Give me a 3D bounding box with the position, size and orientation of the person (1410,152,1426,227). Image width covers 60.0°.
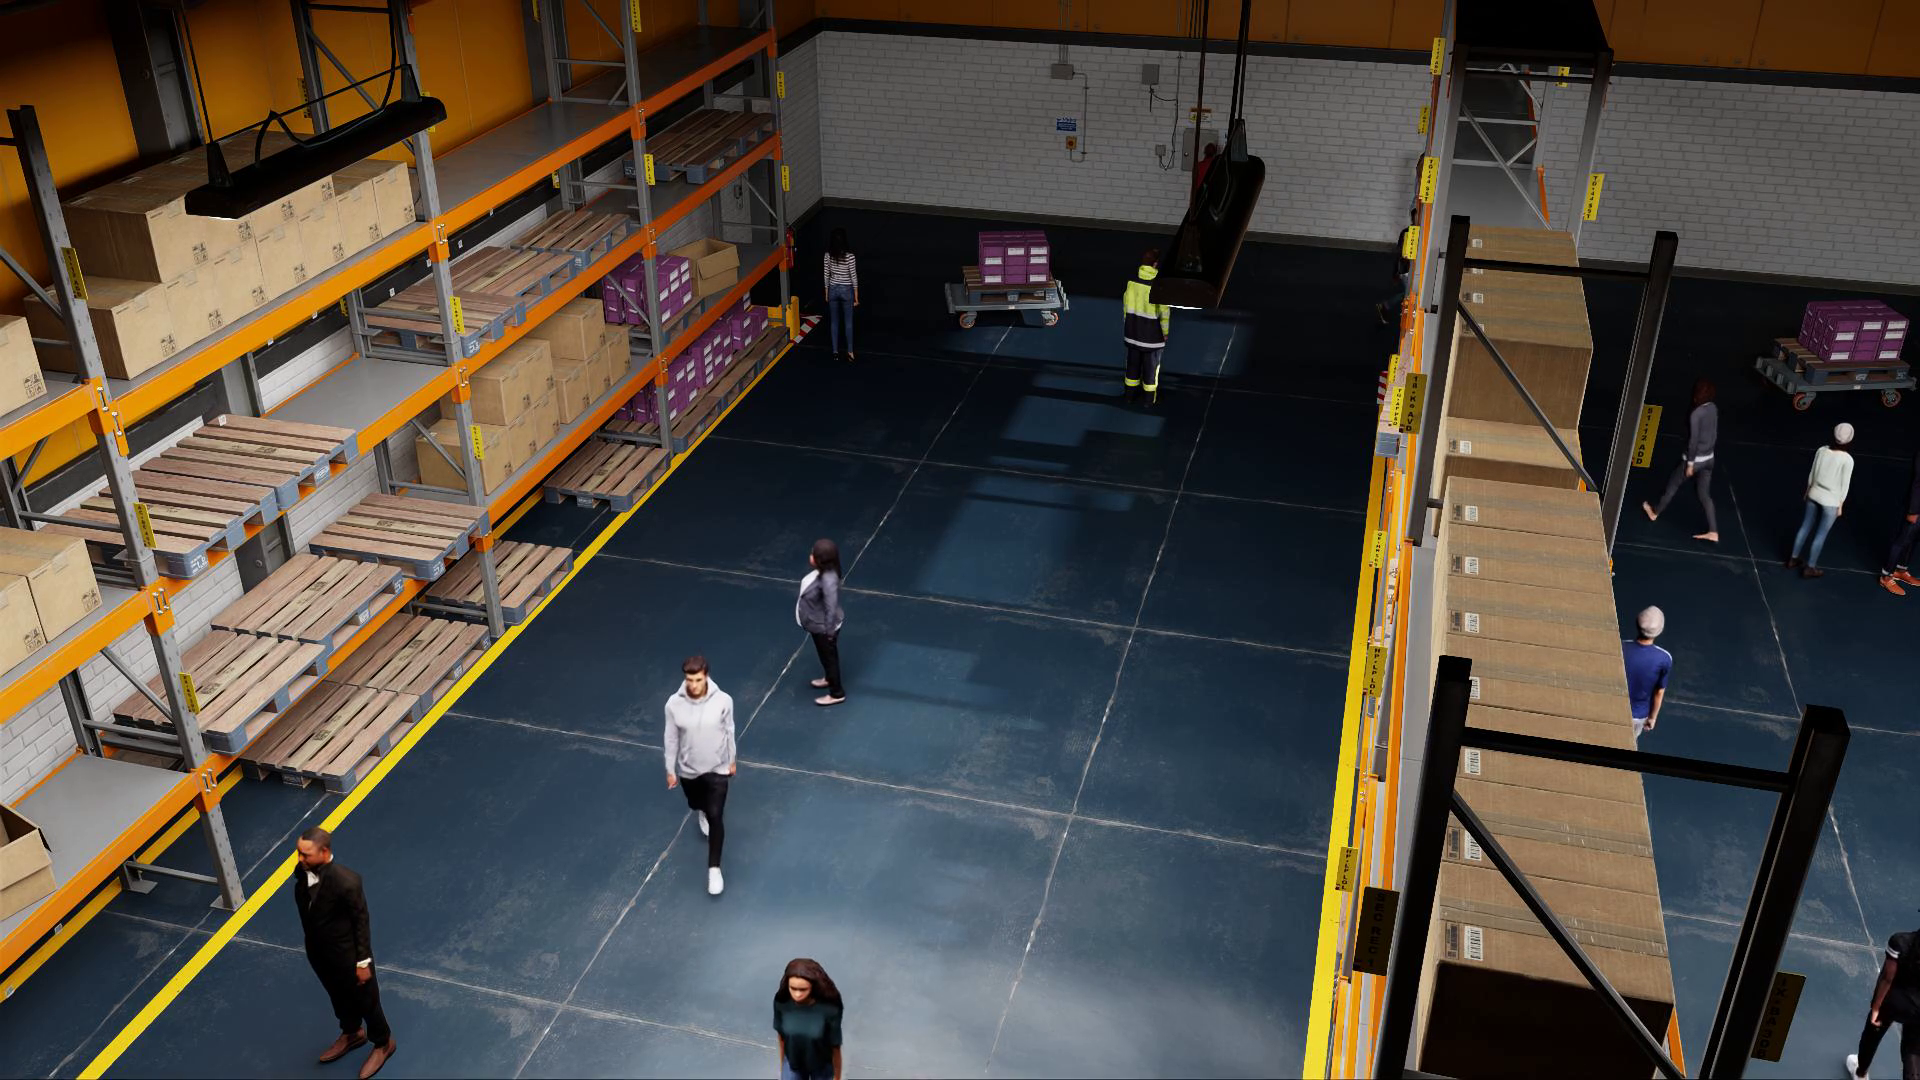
[{"bbox_3d":[6.785,-4.865,24.611,0.698,1.797,0.533,-1,29,-1],"label":"person"}]

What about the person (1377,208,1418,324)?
[{"bbox_3d":[5.979,-3.605,22.319,1.173,1.781,1.184,-18,34,-30],"label":"person"}]

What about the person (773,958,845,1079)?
[{"bbox_3d":[-0.892,3.136,10.161,0.669,1.589,1.008,4,29,7],"label":"person"}]

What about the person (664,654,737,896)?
[{"bbox_3d":[-1.942,1.648,12.566,1.000,1.898,1.316,-3,29,-5],"label":"person"}]

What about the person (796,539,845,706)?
[{"bbox_3d":[-1.175,0.696,14.630,0.824,1.593,0.720,-3,29,-6],"label":"person"}]

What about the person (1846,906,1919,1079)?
[{"bbox_3d":[5.928,2.968,10.350,0.594,1.703,1.074,7,29,13],"label":"person"}]

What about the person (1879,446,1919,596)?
[{"bbox_3d":[9.434,-0.357,16.328,0.767,1.816,0.848,-19,34,-30],"label":"person"}]

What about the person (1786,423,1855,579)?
[{"bbox_3d":[8.636,-0.414,16.614,0.718,1.642,0.644,-12,31,-22],"label":"person"}]

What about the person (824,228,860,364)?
[{"bbox_3d":[-1.539,-3.156,21.481,0.582,1.795,0.496,7,29,13],"label":"person"}]

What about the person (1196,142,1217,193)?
[{"bbox_3d":[3.707,-5.088,24.997,0.731,1.820,0.693,-1,29,-3],"label":"person"}]

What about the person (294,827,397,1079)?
[{"bbox_3d":[-4.007,2.630,10.759,0.753,1.904,0.697,15,32,25],"label":"person"}]

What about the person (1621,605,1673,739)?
[{"bbox_3d":[5.255,1.383,13.138,0.640,1.815,1.127,7,29,12],"label":"person"}]

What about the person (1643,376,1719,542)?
[{"bbox_3d":[7.699,-0.779,17.213,1.143,1.709,1.161,-21,35,-33],"label":"person"}]

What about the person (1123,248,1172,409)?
[{"bbox_3d":[2.260,-2.599,20.265,0.853,1.982,0.784,18,33,30],"label":"person"}]
